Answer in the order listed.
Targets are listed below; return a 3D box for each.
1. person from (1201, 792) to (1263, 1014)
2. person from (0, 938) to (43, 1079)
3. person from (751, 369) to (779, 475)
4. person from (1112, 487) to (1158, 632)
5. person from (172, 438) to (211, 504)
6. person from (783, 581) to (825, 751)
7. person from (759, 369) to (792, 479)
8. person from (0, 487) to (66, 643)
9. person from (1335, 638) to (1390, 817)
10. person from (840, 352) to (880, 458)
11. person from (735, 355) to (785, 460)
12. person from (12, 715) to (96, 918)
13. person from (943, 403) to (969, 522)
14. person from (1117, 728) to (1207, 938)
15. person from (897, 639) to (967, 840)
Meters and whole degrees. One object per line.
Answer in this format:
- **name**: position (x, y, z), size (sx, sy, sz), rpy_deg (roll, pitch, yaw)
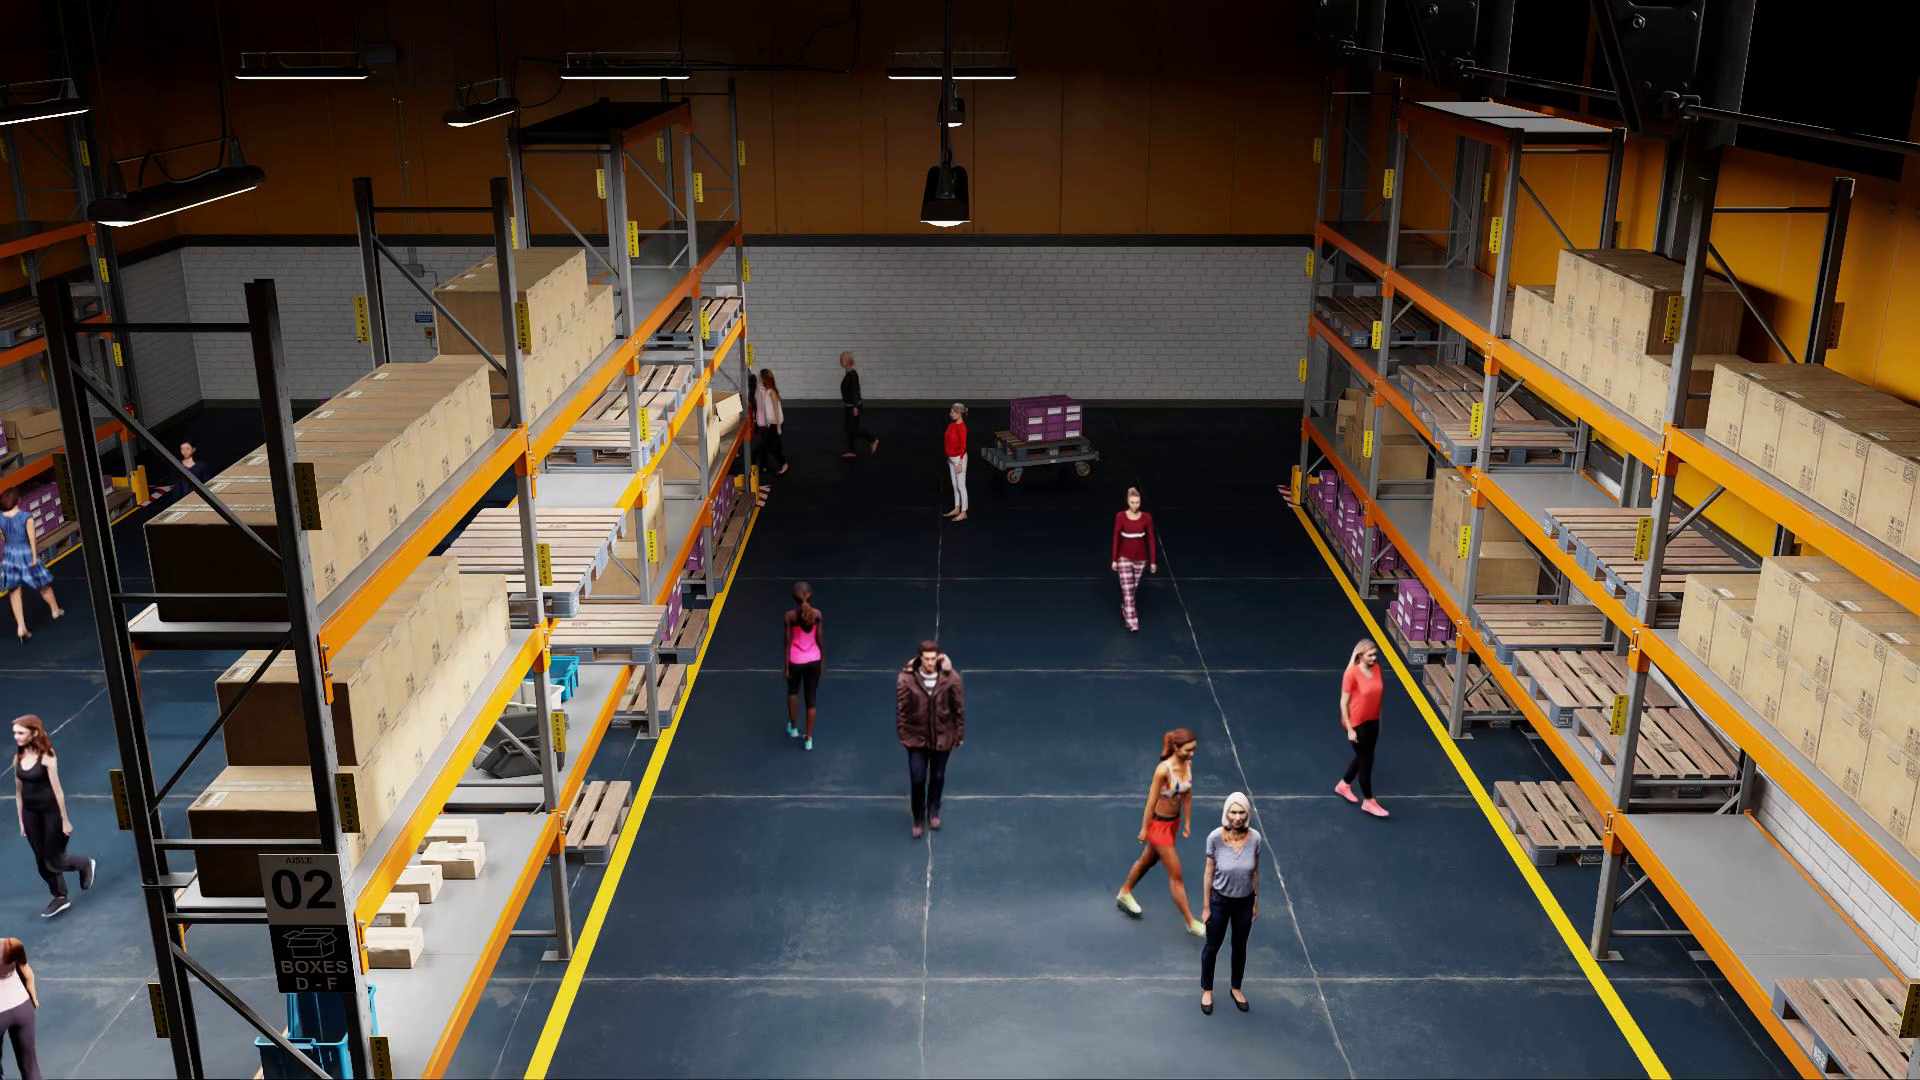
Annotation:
- **person**: position (1.979, 2.637, 12.187), size (0.593, 1.722, 0.530), rpy_deg (-2, 19, -5)
- **person**: position (-6.201, 3.145, 10.834), size (0.902, 1.622, 1.028), rpy_deg (-12, 22, -33)
- **person**: position (-3.074, -1.798, 25.445), size (0.728, 1.665, 0.682), rpy_deg (-3, 19, -10)
- **person**: position (2.011, 0.208, 19.501), size (0.732, 1.657, 1.066), rpy_deg (-2, 19, -7)
- **person**: position (-9.868, -0.506, 21.519), size (0.604, 1.723, 0.590), rpy_deg (-1, 19, -3)
- **person**: position (-1.516, 1.252, 16.319), size (0.646, 1.709, 0.781), rpy_deg (-4, 19, -11)
- **person**: position (-2.734, -1.756, 25.266), size (0.746, 1.700, 0.658), rpy_deg (-6, 19, -16)
- **person**: position (-10.774, 0.310, 19.020), size (0.677, 1.770, 1.037), rpy_deg (-1, 19, -4)
- **person**: position (3.622, 1.684, 15.122), size (0.907, 1.655, 0.983), rpy_deg (-14, 23, -36)
- **person**: position (-1.625, -2.146, 26.416), size (0.874, 1.706, 0.882), rpy_deg (-8, 20, -22)
- **person**: position (-3.436, -2.119, 26.210), size (0.987, 1.785, 1.158), rpy_deg (-9, 20, -24)
- **person**: position (-7.349, 2.192, 13.490), size (0.690, 1.733, 0.834), rpy_deg (4, 19, 11)
- **person**: position (-0.028, -1.113, 23.361), size (0.691, 1.697, 0.596), rpy_deg (-9, 21, -26)
- **person**: position (1.552, 2.280, 13.252), size (1.184, 1.718, 1.163), rpy_deg (17, 25, 41)
- **person**: position (-0.276, 1.703, 14.797), size (0.793, 1.826, 0.759), rpy_deg (-3, 19, -8)
